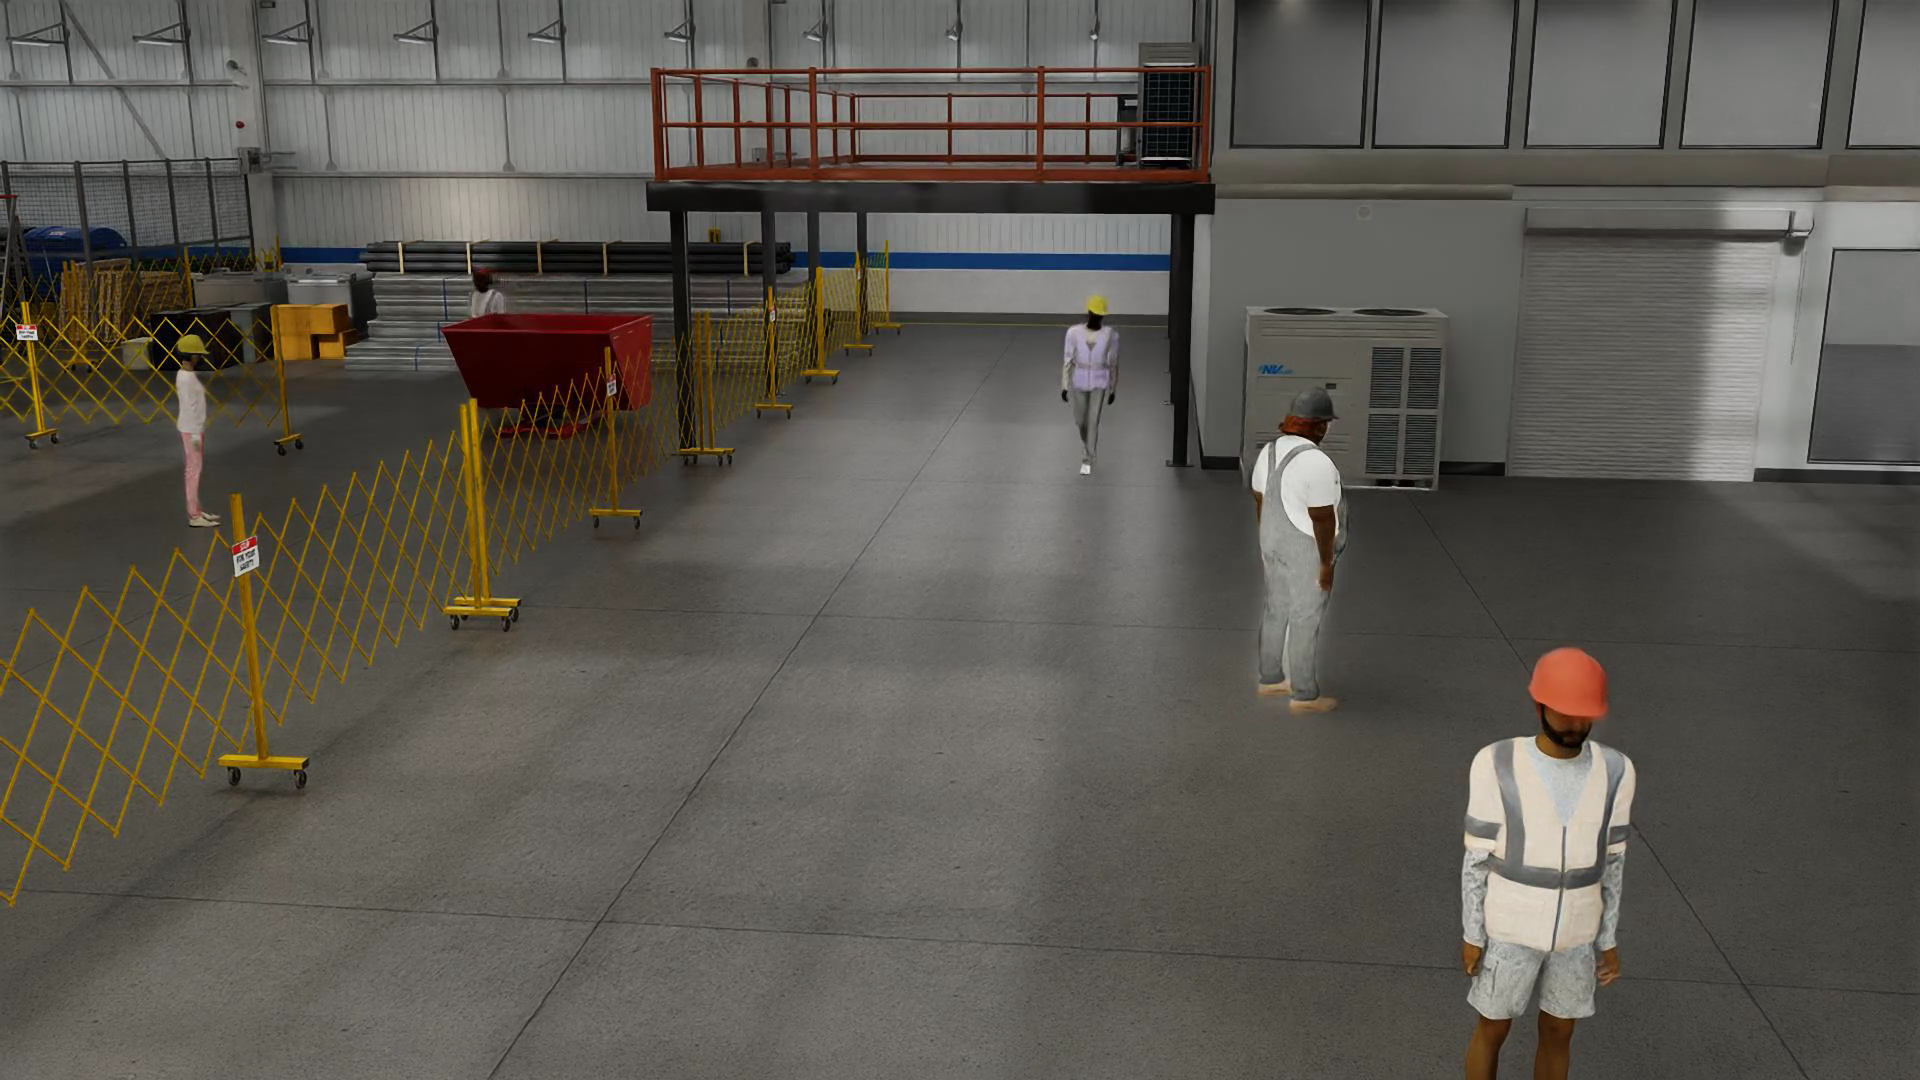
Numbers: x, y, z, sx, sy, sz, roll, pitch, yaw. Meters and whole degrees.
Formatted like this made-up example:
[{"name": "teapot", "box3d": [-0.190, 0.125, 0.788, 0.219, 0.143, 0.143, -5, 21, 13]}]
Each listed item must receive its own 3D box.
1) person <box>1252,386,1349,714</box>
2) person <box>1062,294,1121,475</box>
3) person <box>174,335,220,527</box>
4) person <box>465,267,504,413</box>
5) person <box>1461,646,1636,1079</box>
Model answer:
[{"name": "person", "box3d": [2.150, 0.047, 10.349, 0.536, 2.000, 0.688, -6, 15, -23]}, {"name": "person", "box3d": [1.402, -1.684, 17.728, 0.614, 1.895, 0.793, 3, 14, 11]}, {"name": "person", "box3d": [-6.970, -0.994, 15.195, 0.335, 1.761, 0.519, -6, 15, -24]}, {"name": "person", "box3d": [-6.123, -2.562, 21.362, 0.623, 1.873, 0.458, 10, 17, 35]}, {"name": "person", "box3d": [1.935, 1.279, 5.522, 0.543, 1.941, 0.353, 0, 14, 0]}]
